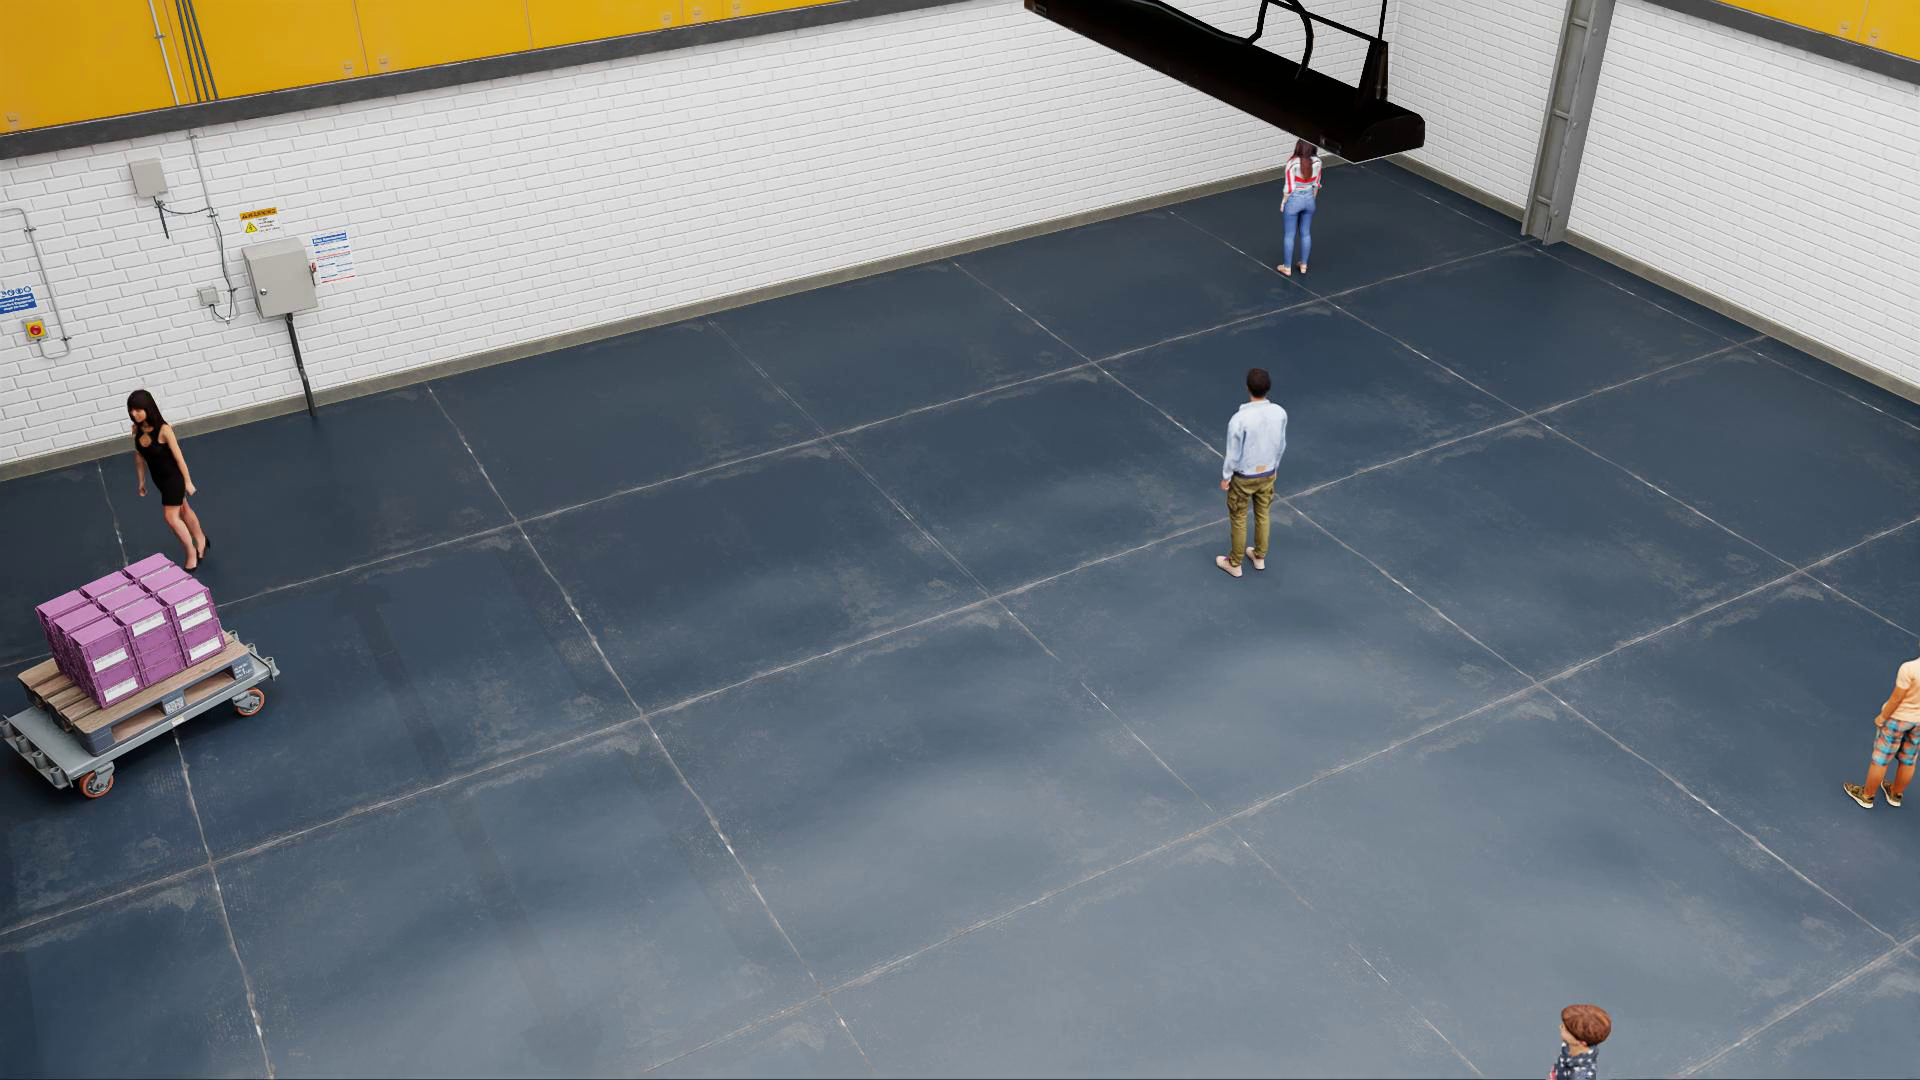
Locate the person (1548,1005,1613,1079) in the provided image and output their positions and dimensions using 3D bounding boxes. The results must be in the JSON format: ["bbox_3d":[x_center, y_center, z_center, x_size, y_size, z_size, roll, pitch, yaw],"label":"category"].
[{"bbox_3d":[3.138,2.917,8.437,0.933,1.408,0.886,7,34,10],"label":"person"}]

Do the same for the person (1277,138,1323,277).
[{"bbox_3d":[3.717,-3.691,18.194,0.646,1.612,0.590,-9,35,-13],"label":"person"}]

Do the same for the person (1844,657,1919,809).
[{"bbox_3d":[6.284,1.171,11.017,0.598,1.461,0.612,-2,34,-3],"label":"person"}]

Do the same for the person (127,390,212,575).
[{"bbox_3d":[-6.309,-0.521,13.405,0.702,1.634,0.758,15,36,21],"label":"person"}]

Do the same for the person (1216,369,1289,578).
[{"bbox_3d":[2.333,-0.531,13.262,0.699,1.809,0.595,-13,36,-18],"label":"person"}]
